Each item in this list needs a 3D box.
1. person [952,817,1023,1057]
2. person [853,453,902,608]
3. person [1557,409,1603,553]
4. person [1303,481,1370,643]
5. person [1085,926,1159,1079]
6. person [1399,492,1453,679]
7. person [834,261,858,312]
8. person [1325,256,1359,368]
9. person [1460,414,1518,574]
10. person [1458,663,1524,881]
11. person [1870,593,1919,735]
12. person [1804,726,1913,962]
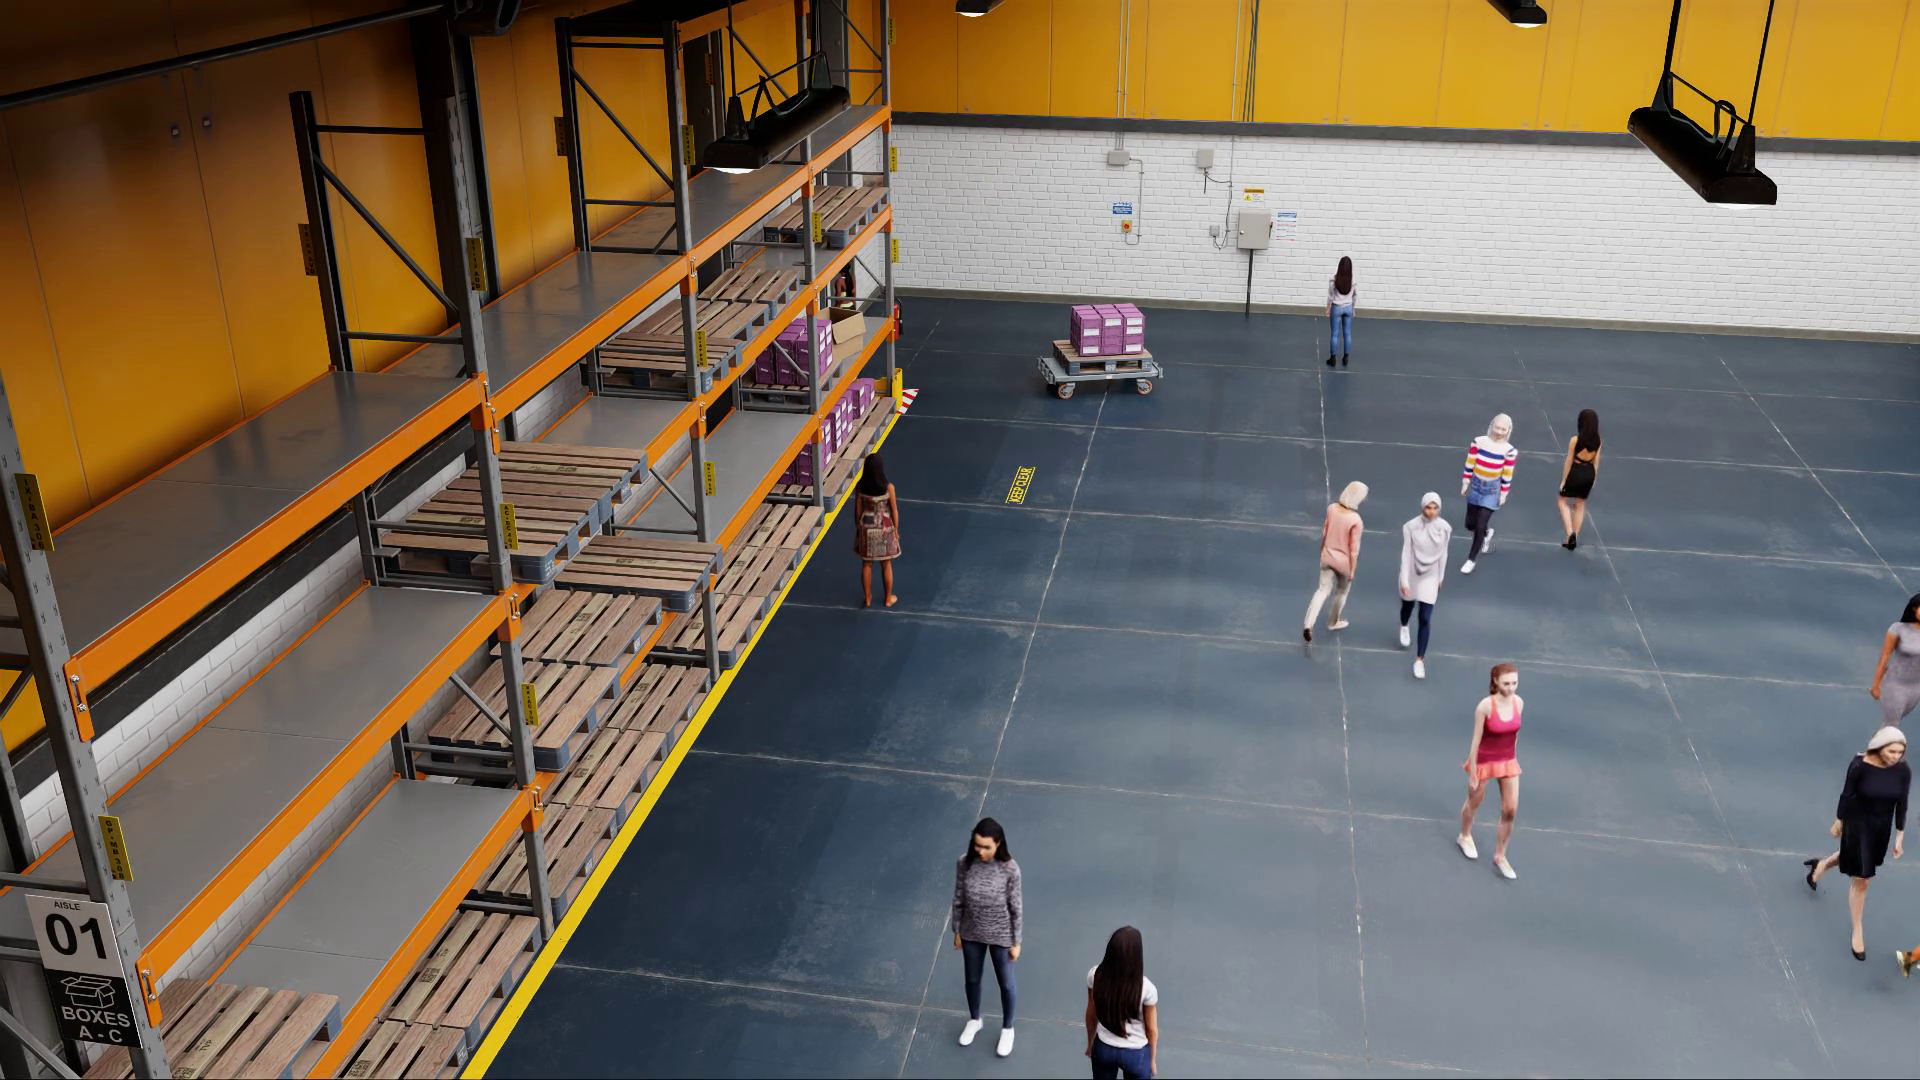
[{"bbox_3d":[0.191,2.538,10.804,0.643,1.731,0.572,7,25,17],"label":"person"},{"bbox_3d":[-0.861,-0.103,16.953,0.656,1.644,0.527,3,24,7],"label":"person"},{"bbox_3d":[6.774,-0.600,18.102,0.680,1.635,0.698,-4,24,-9],"label":"person"},{"bbox_3d":[3.634,0.234,16.137,1.106,1.681,1.022,-21,31,-40],"label":"person"},{"bbox_3d":[0.933,3.007,9.676,0.646,1.774,0.609,11,26,24],"label":"person"},{"bbox_3d":[4.344,0.347,15.810,0.601,1.736,1.137,4,24,9],"label":"person"},{"bbox_3d":[-1.626,-3.209,23.921,0.702,1.755,0.605,20,30,38],"label":"person"},{"bbox_3d":[5.618,-3.371,24.443,0.659,1.633,0.613,-3,24,-7],"label":"person"},{"bbox_3d":[5.636,-0.530,17.755,0.936,1.786,1.059,18,30,36],"label":"person"},{"bbox_3d":[4.050,1.682,12.765,0.747,1.729,0.921,-4,24,-9],"label":"person"},{"bbox_3d":[7.769,1.211,13.803,0.632,1.761,0.836,1,24,3],"label":"person"},{"bbox_3d":[6.458,2.062,11.925,0.652,1.704,1.184,2,24,3],"label":"person"}]
